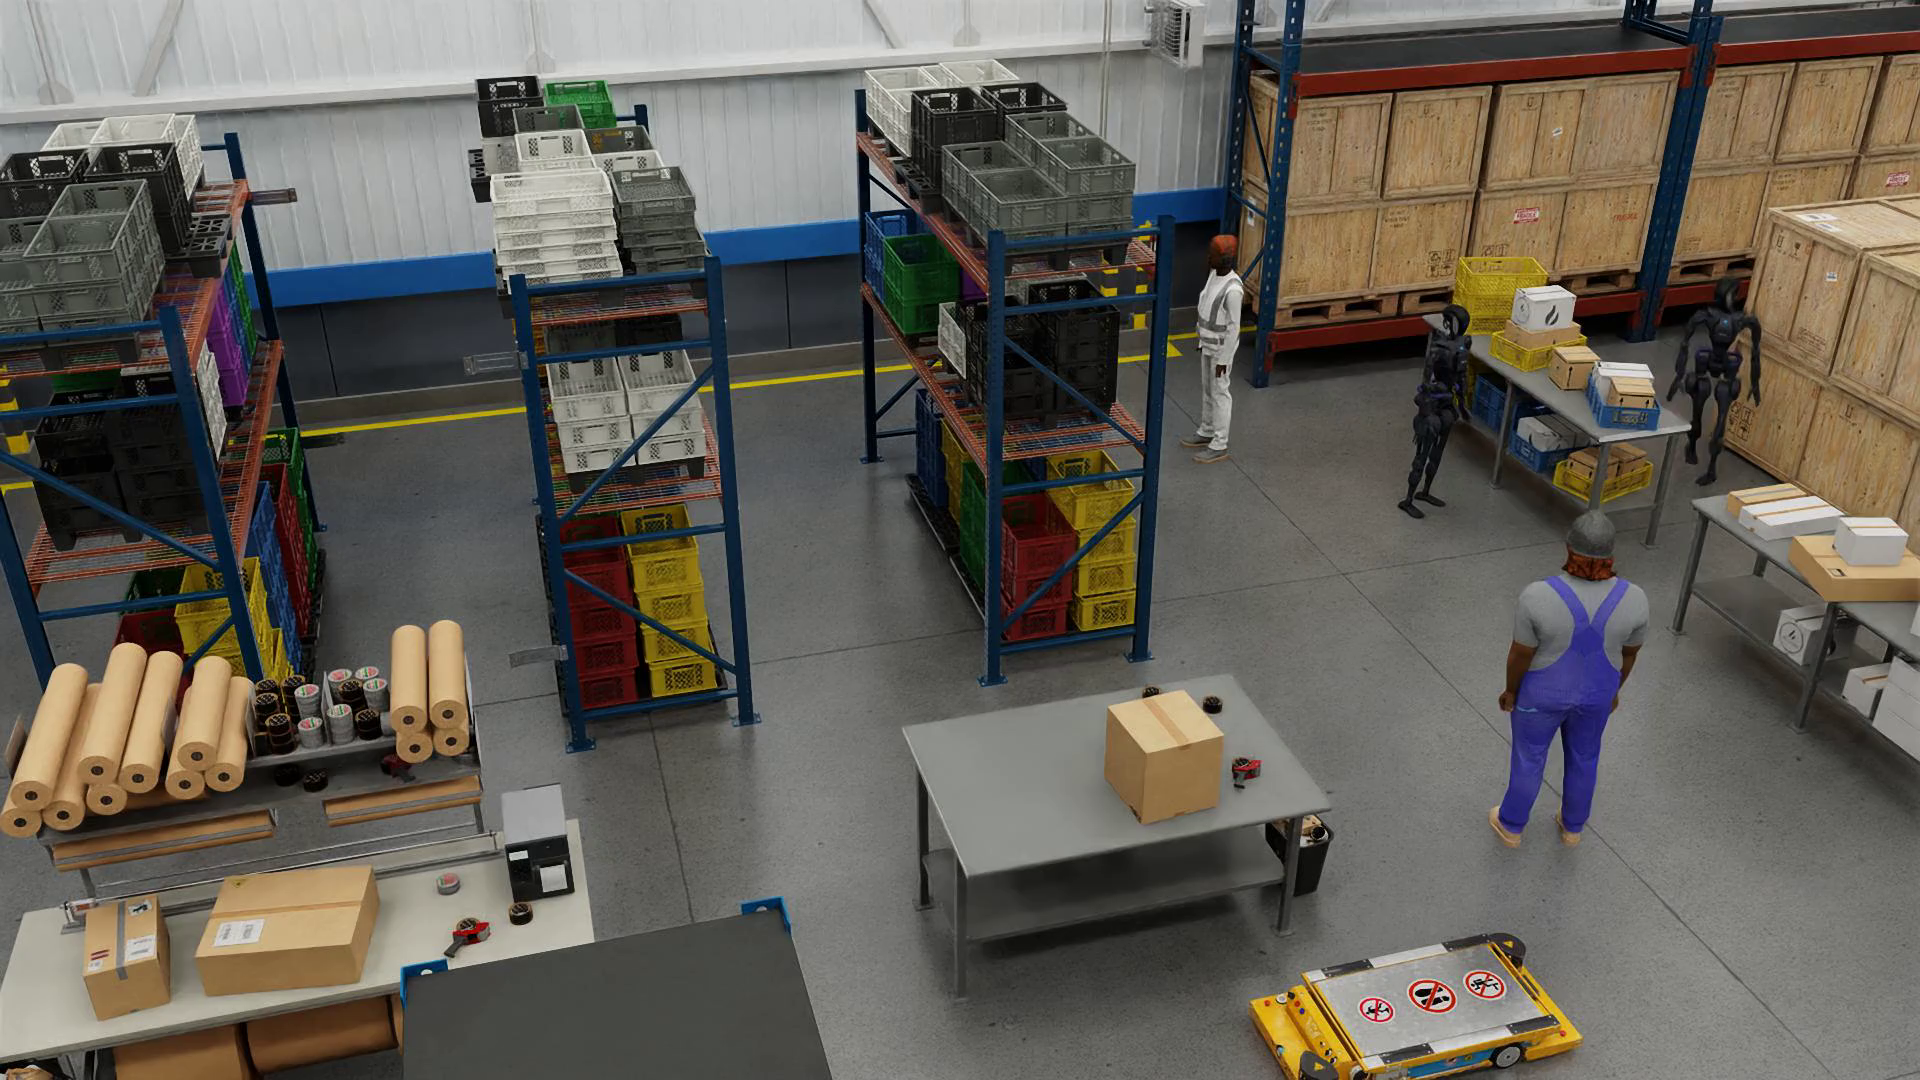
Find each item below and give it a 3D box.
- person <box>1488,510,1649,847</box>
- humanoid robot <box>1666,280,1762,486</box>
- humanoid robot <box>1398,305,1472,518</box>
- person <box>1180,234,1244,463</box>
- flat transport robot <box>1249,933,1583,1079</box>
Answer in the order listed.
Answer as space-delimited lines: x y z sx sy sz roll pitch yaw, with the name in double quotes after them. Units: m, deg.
3.234 0.751 8.957 0.679 2.000 0.537 1 29 2 "person"
5.953 -1.276 13.062 0.675 1.628 0.619 14 32 24 "humanoid robot"
3.601 -0.980 12.468 0.611 1.657 0.320 -23 36 -36 "humanoid robot"
2.037 -1.533 13.274 0.355 1.884 0.574 -5 29 -9 "person"
2.184 2.282 7.980 1.431 0.197 0.652 -8 30 -14 "flat transport robot"
